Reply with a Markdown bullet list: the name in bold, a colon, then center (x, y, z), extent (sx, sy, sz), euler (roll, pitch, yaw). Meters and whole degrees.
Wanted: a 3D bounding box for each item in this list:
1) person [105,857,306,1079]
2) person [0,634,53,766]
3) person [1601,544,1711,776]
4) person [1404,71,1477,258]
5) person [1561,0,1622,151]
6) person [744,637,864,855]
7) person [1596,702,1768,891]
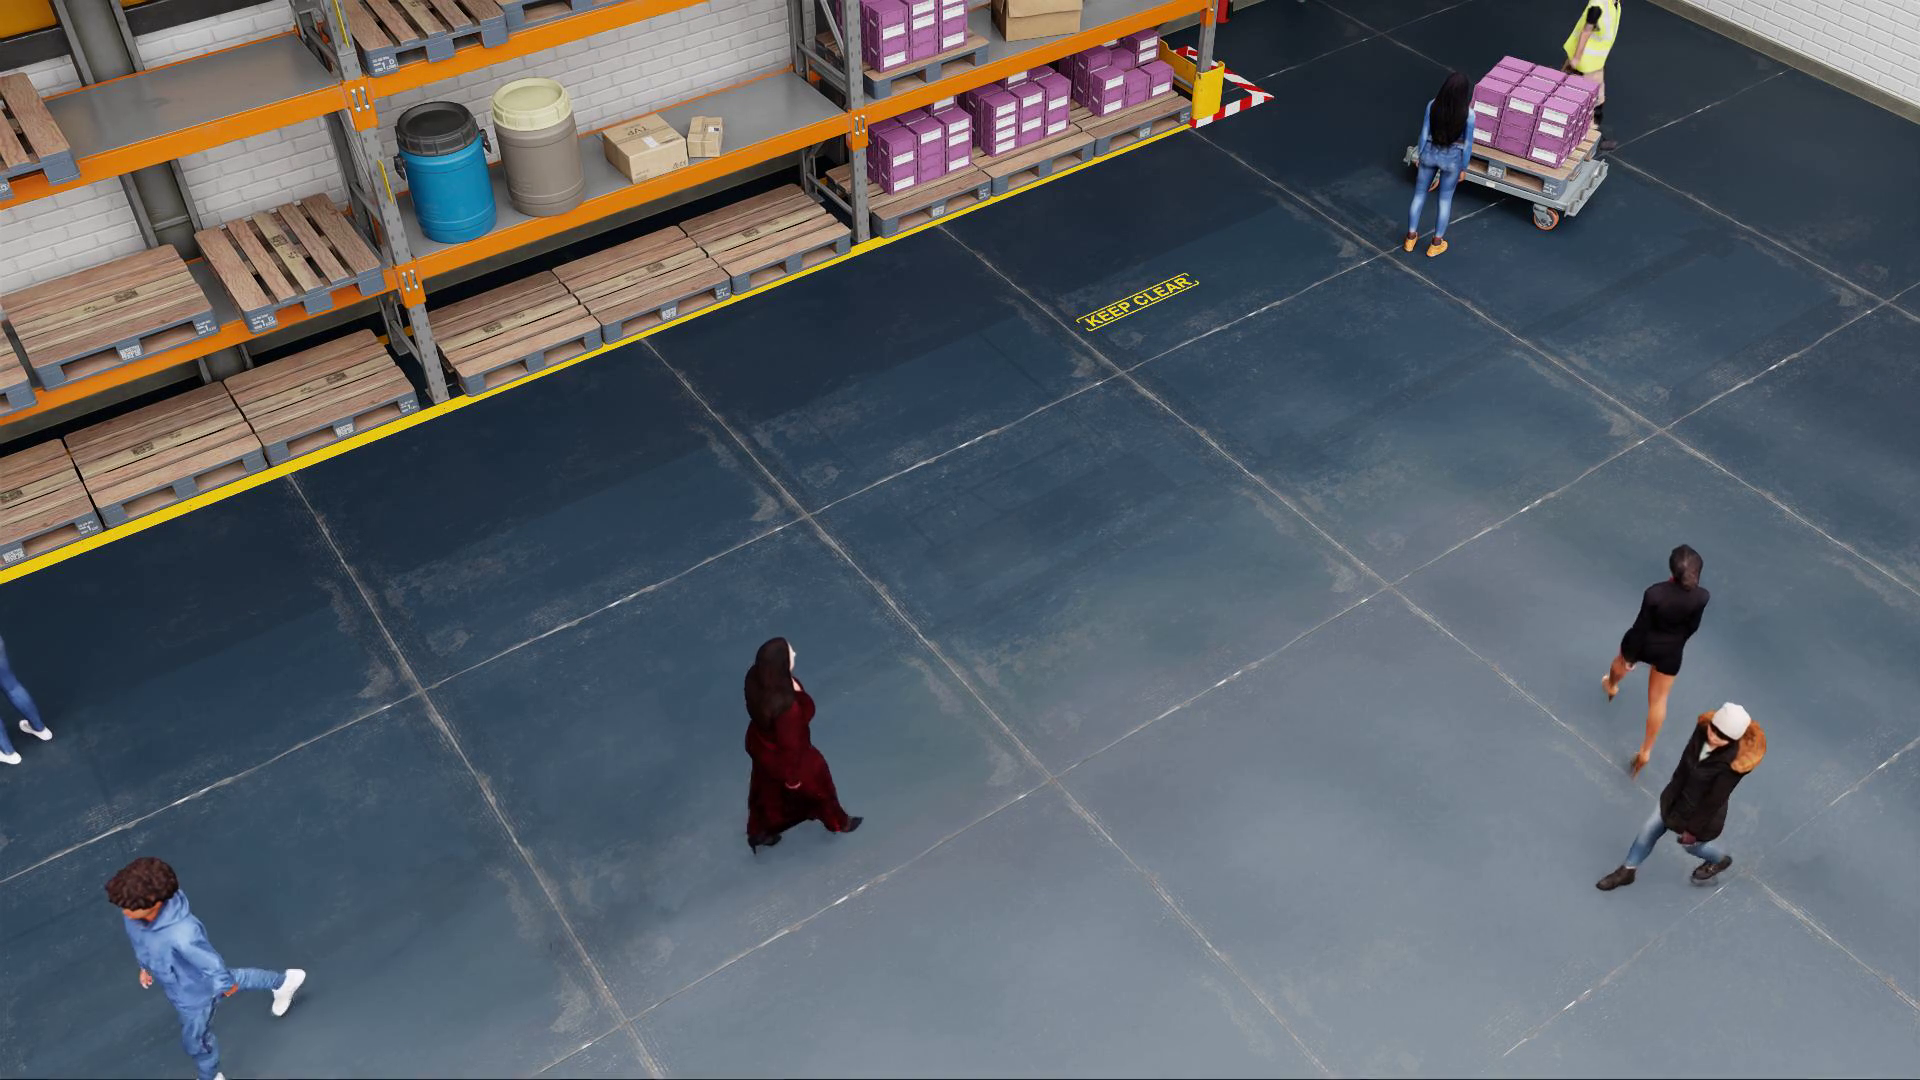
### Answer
- **person**: center (-3.902, 2.161, 8.583), extent (0.840, 1.778, 1.205), euler (32, 52, 29)
- **person**: center (-5.995, 0.692, 10.164), extent (0.775, 1.724, 0.671), euler (17, 46, 17)
- **person**: center (4.284, 0.750, 10.199), extent (1.016, 1.591, 1.079), euler (6, 44, 6)
- **person**: center (4.128, -3.230, 14.290), extent (0.669, 1.713, 0.654), euler (22, 48, 21)
- **person**: center (5.830, -4.564, 15.623), extent (1.150, 1.805, 1.249), euler (18, 46, 18)
- **person**: center (-1.108, 1.262, 9.562), extent (0.899, 1.730, 0.684), euler (-24, 49, -23)
- **person**: center (4.231, 1.487, 9.417), extent (1.095, 1.604, 0.802), euler (-12, 45, -13)
